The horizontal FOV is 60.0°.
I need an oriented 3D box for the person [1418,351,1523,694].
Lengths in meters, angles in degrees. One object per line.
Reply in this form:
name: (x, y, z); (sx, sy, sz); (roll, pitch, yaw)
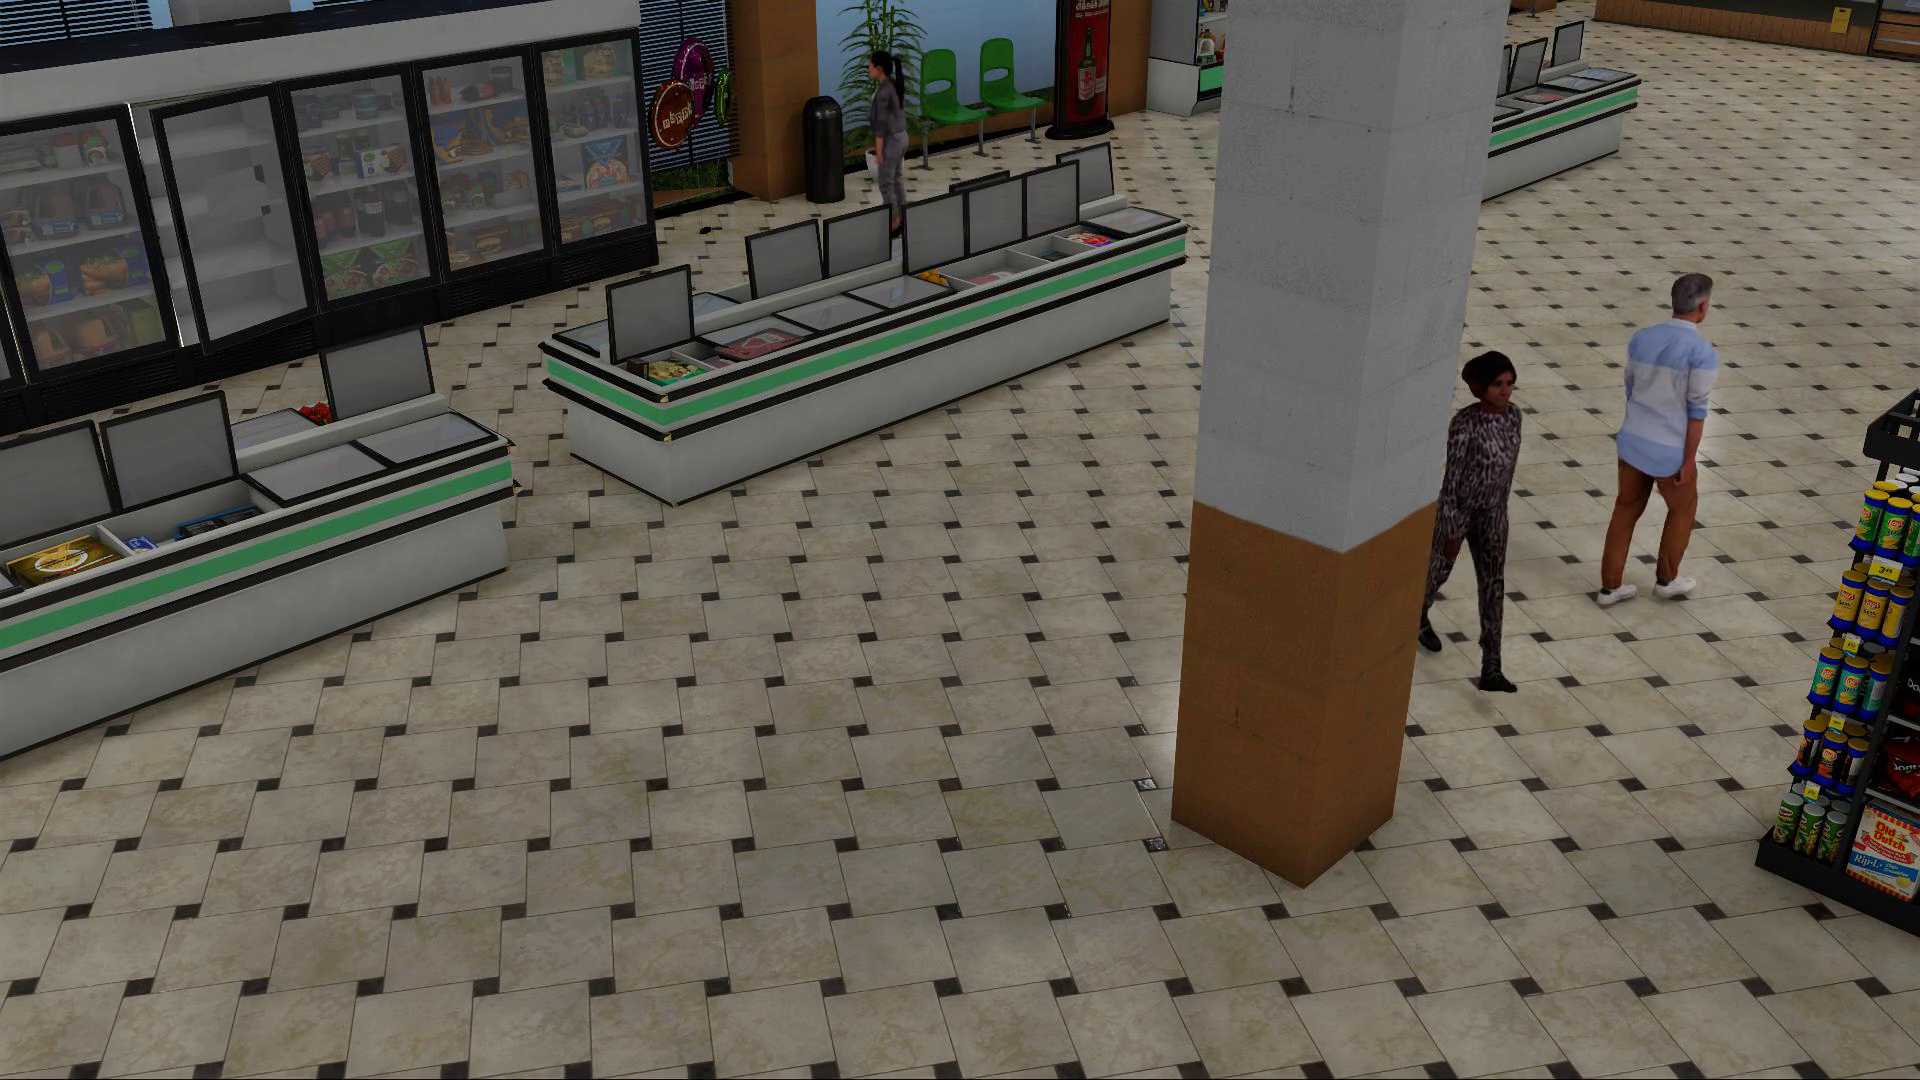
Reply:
person: (2.446, -0.132, 8.139); (1.116, 1.673, 1.016); (-8, 28, -15)

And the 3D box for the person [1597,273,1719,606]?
person: (3.575, -0.467, 8.660); (0.892, 1.800, 0.792); (-16, 31, -29)

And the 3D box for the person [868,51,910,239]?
person: (-0.600, -3.487, 14.763); (0.773, 1.665, 0.657); (8, 28, 15)
